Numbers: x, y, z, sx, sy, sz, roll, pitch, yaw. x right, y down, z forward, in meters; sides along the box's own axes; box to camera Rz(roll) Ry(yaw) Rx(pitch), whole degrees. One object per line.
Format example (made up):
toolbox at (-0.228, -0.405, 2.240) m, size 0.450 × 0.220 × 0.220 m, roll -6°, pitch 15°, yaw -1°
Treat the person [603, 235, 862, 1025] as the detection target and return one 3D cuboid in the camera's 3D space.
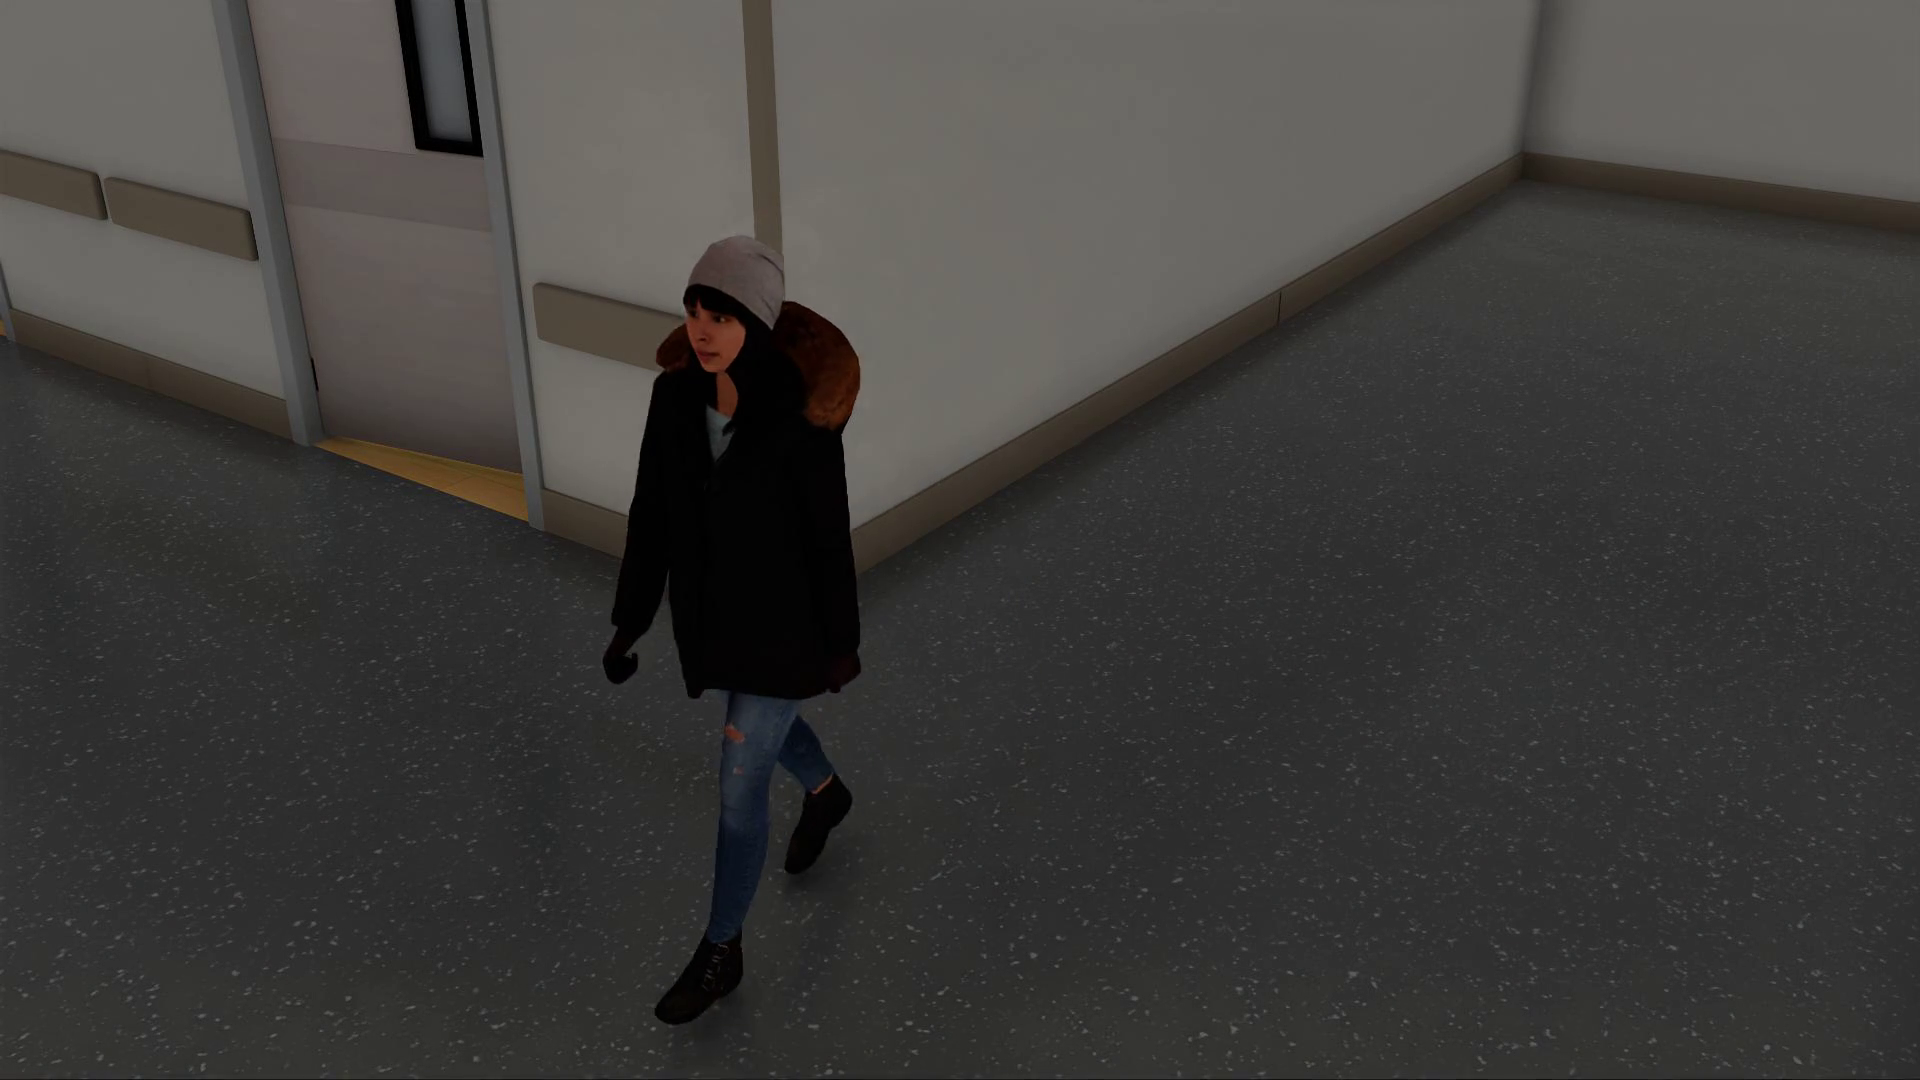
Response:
person at (-0.407, 0.144, 3.524) m, size 0.692 × 1.601 × 1.061 m, roll 14°, pitch 29°, yaw 27°
